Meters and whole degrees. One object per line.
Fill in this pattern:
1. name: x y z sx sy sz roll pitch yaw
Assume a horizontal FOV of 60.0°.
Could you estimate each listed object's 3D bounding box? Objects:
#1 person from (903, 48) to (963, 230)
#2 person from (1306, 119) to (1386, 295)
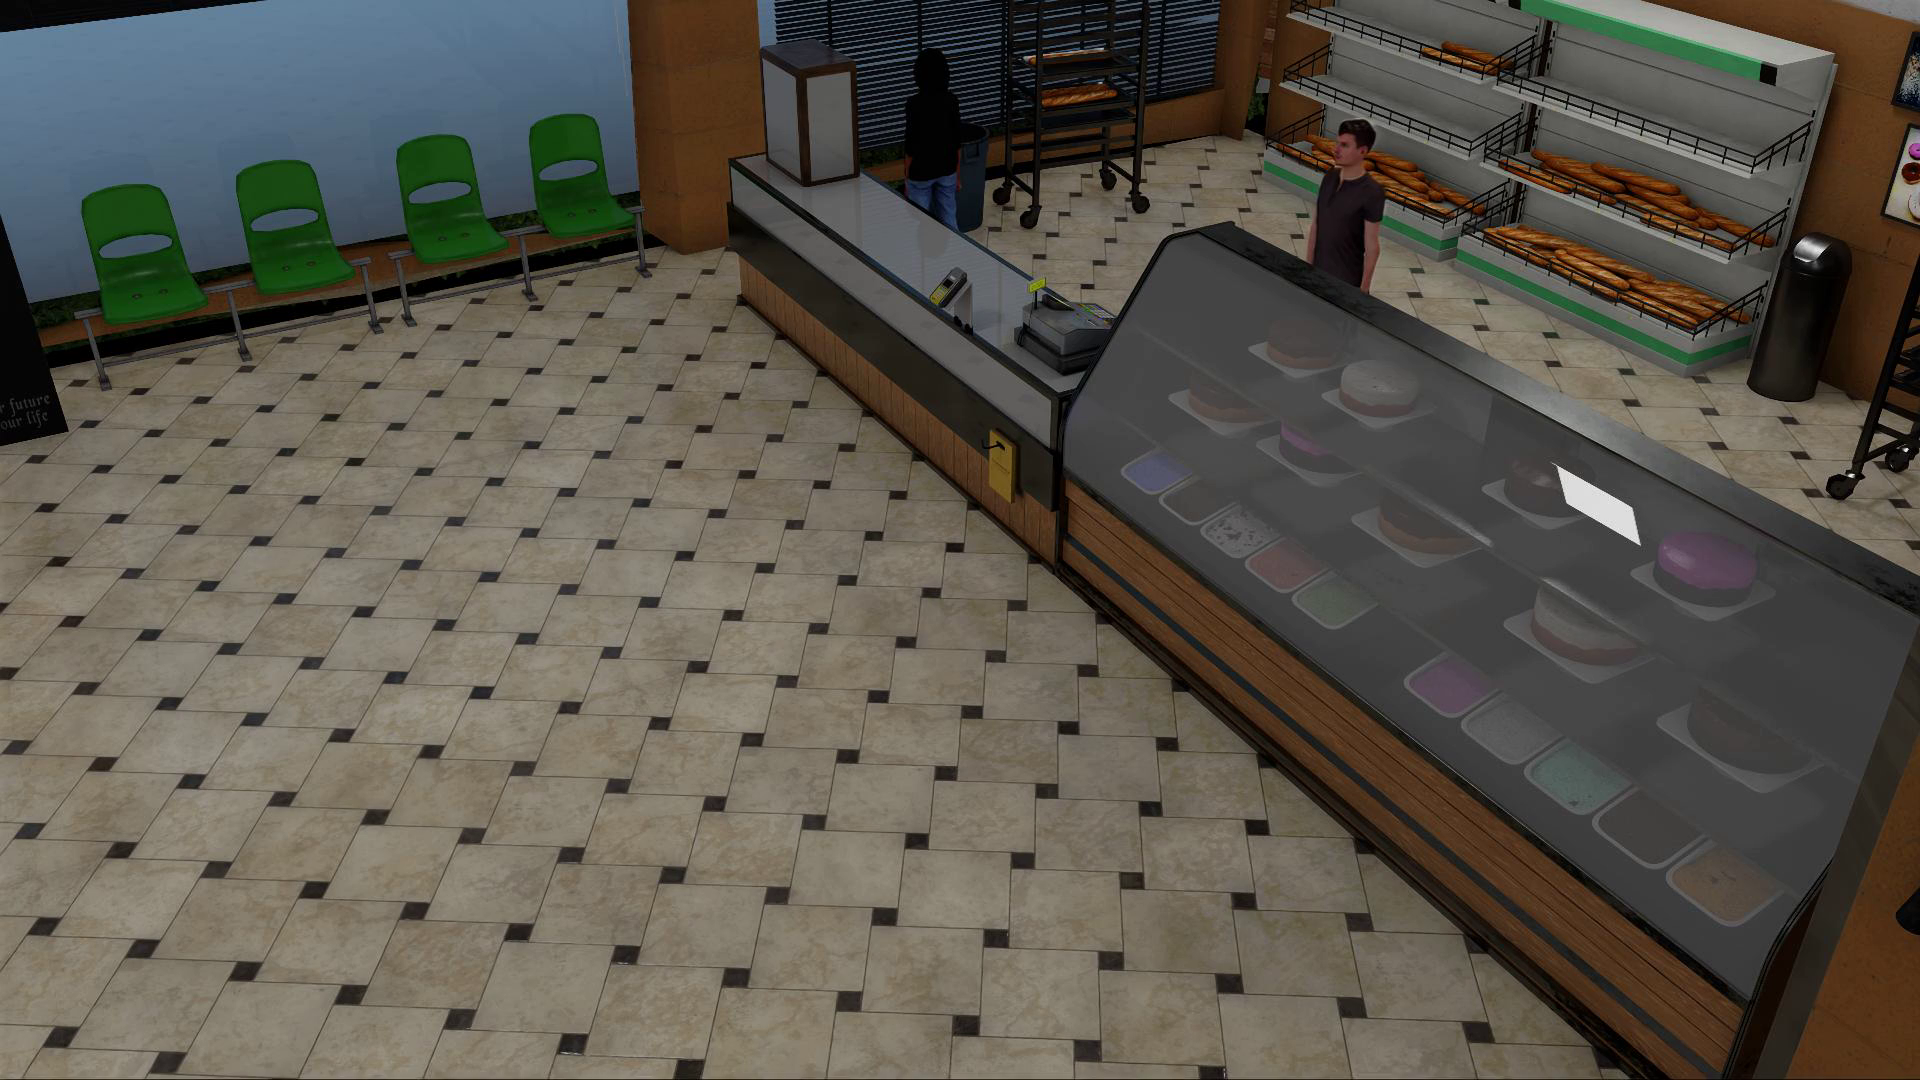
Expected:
1. person: -0.187 -2.399 10.990 0.507 1.702 0.653 -12 34 -19
2. person: 2.131 -1.448 9.321 0.515 1.850 0.646 -17 36 -25
